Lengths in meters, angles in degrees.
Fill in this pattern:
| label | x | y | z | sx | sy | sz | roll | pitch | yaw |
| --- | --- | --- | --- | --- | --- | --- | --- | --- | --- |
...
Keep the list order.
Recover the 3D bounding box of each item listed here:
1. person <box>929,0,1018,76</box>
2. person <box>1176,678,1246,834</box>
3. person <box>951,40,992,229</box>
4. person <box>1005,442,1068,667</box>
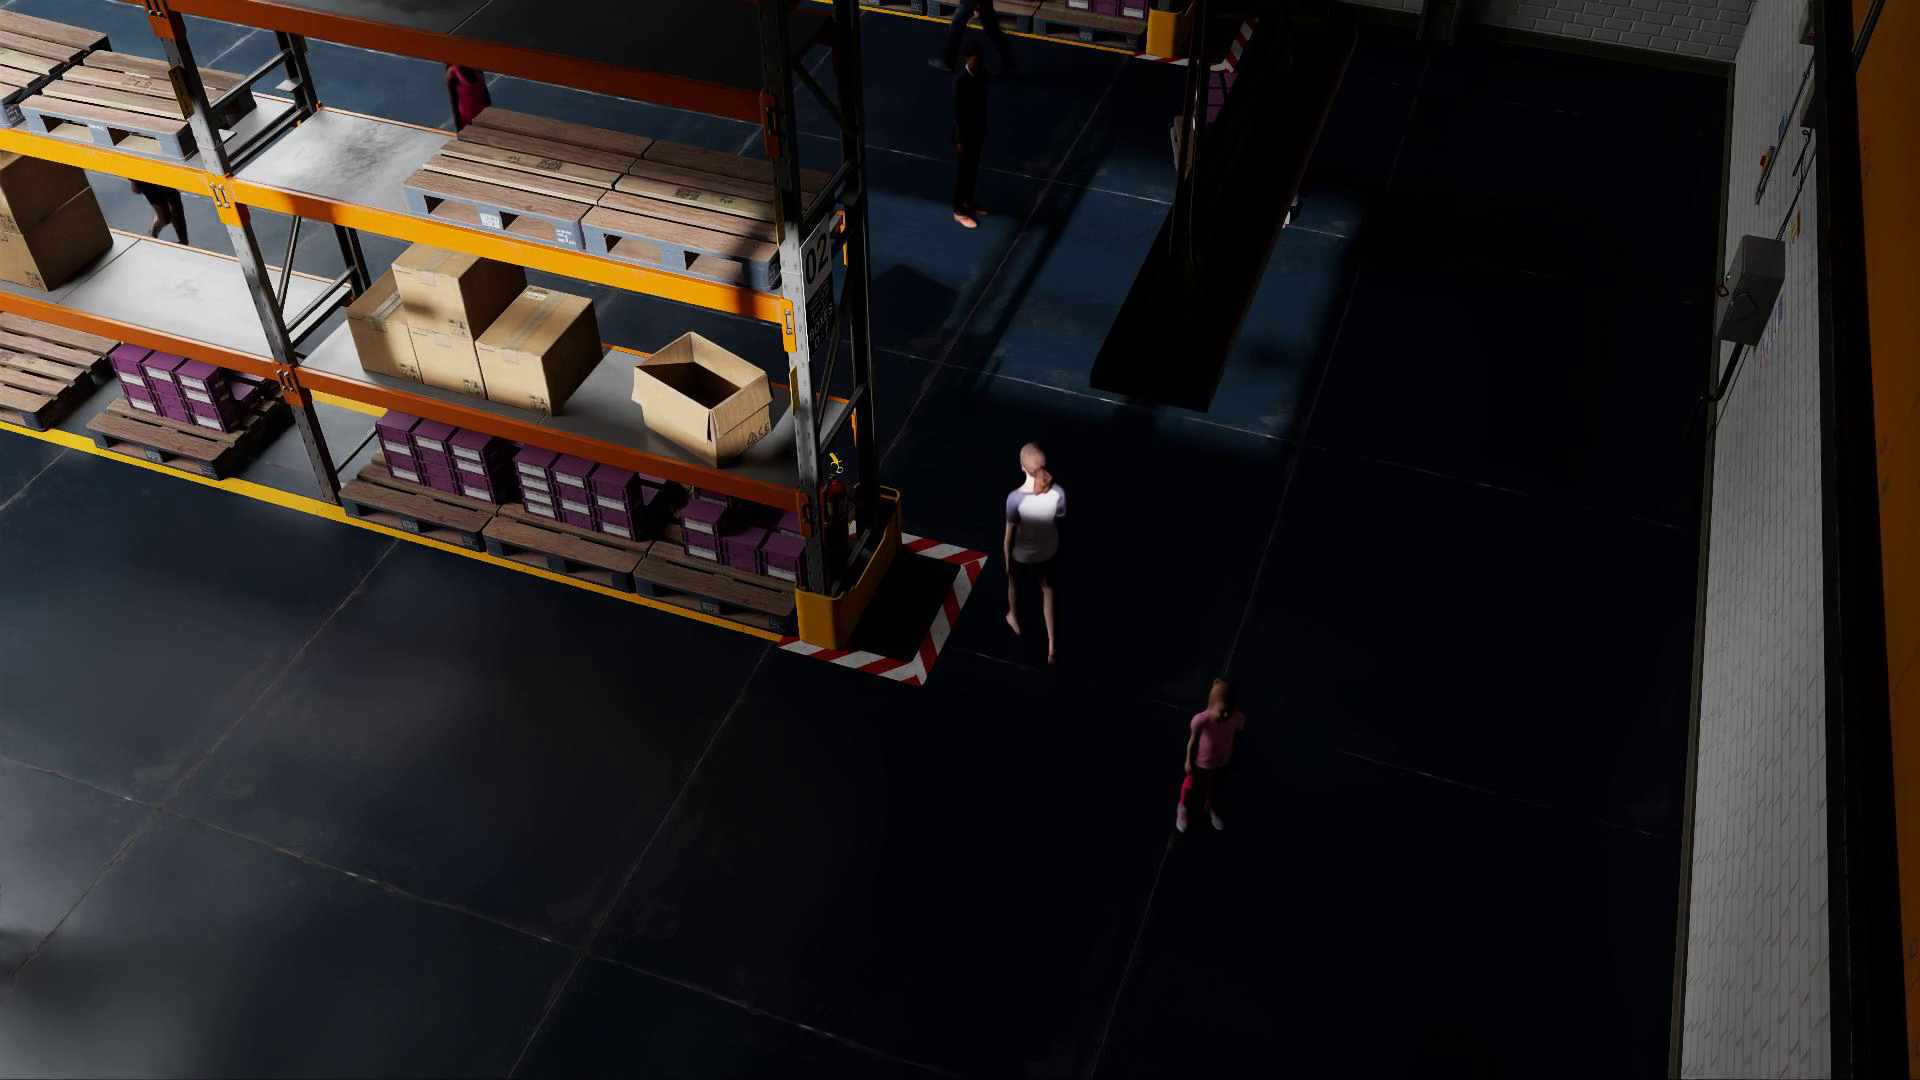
| label | x | y | z | sx | sy | sz | roll | pitch | yaw |
| --- | --- | --- | --- | --- | --- | --- | --- | --- | --- |
| person | 0.243 | -5.445 | 16.614 | 1.161 | 1.774 | 0.673 | 15 | 46 | 15 |
| person | 1.494 | 1.276 | 9.928 | 0.513 | 1.265 | 0.613 | -4 | 44 | -4 |
| person | 0.077 | -3.617 | 14.730 | 0.595 | 1.726 | 0.665 | 22 | 48 | 22 |
| person | 0.500 | 0.120 | 10.794 | 0.964 | 1.745 | 0.911 | -7 | 44 | -7 |
